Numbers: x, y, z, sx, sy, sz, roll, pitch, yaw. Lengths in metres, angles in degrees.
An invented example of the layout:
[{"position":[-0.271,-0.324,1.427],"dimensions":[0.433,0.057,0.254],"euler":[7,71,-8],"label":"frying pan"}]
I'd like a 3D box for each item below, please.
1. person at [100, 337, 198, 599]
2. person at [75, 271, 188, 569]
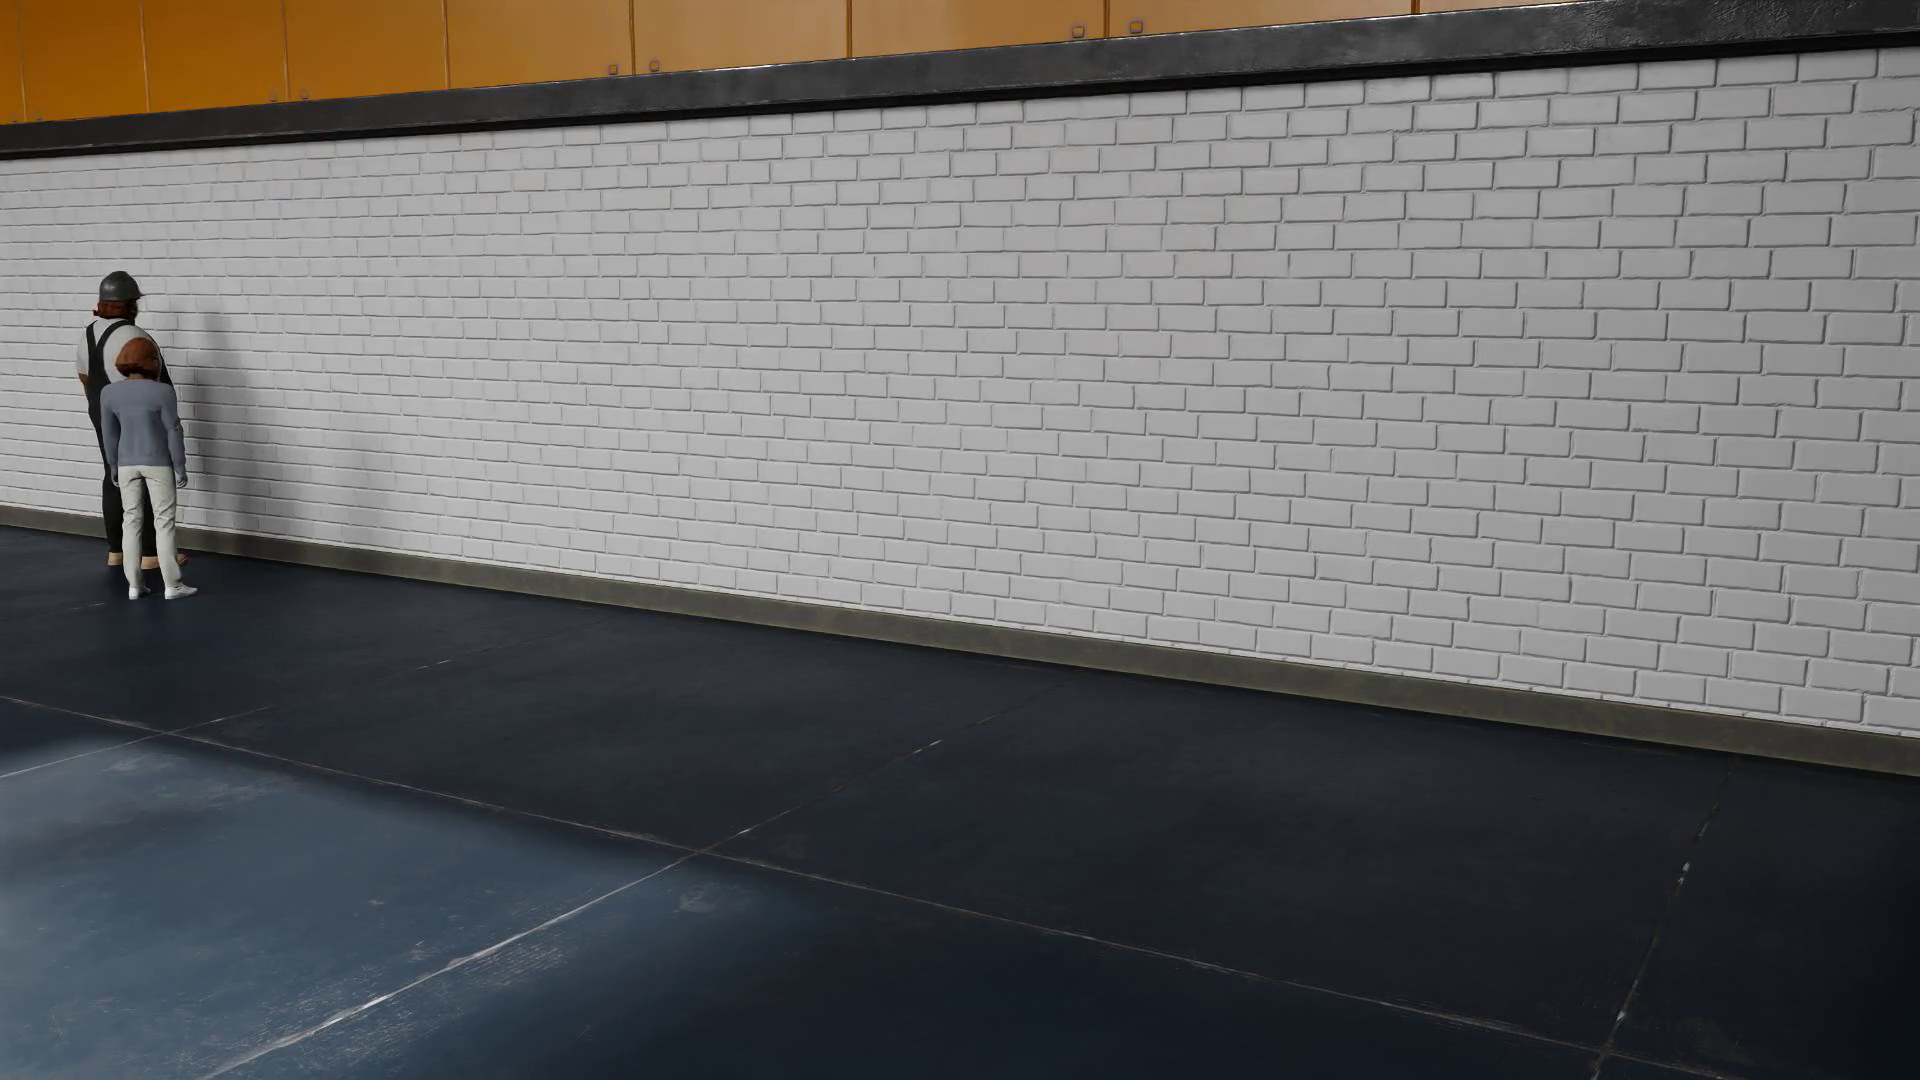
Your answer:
[{"position":[-5.048,-0.439,10.329],"dimensions":[0.498,1.633,0.283],"euler":[0,9,3],"label":"person"},{"position":[-5.682,-0.825,11.471],"dimensions":[0.689,2.000,0.539],"euler":[5,10,28],"label":"person"}]
